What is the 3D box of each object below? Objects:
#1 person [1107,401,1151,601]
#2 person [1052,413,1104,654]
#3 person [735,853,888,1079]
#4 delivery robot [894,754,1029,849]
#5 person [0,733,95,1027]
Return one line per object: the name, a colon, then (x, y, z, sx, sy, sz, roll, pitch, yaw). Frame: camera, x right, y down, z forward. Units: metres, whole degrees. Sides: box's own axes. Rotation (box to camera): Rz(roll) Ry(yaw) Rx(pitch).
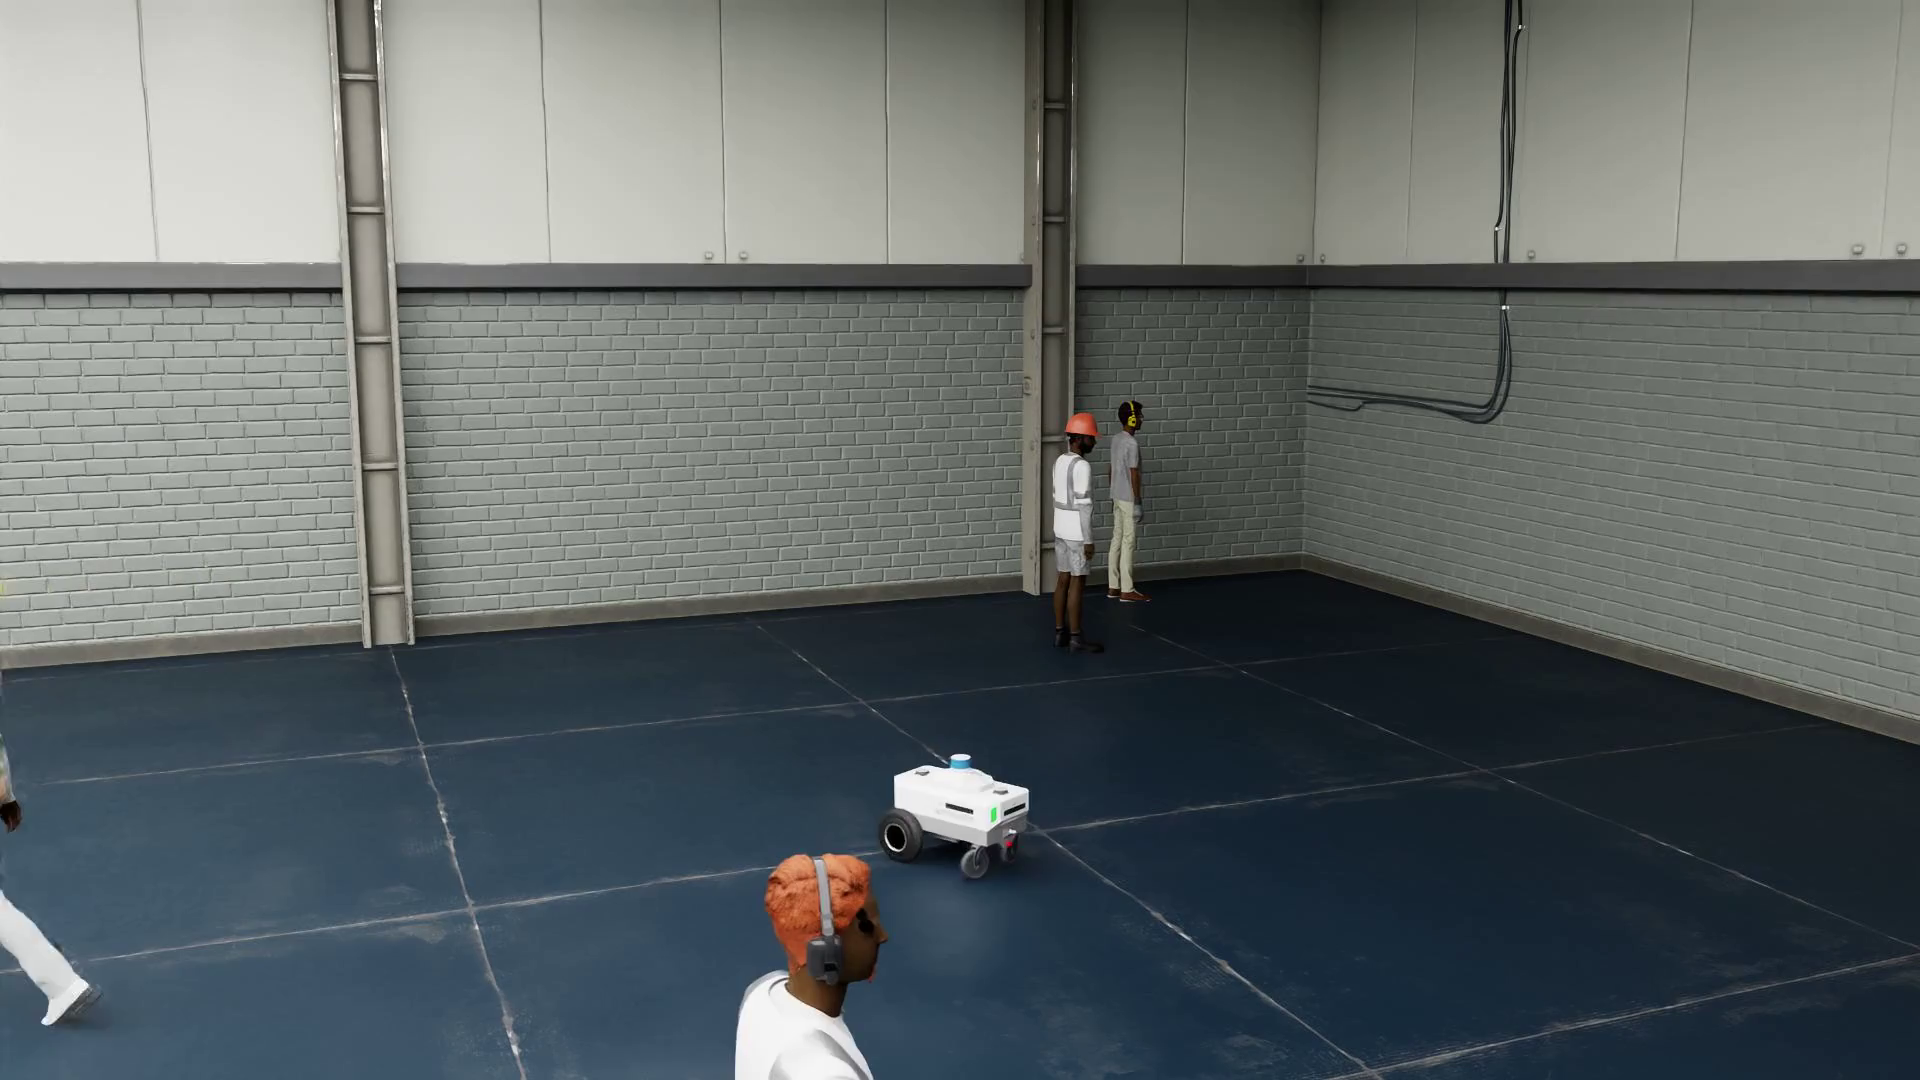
person: (1.565, -0.364, 15.534, 0.334, 1.873, 0.521, -3, 10, -20)
person: (0.946, -0.056, 13.411, 0.376, 1.933, 0.544, -3, 10, -20)
person: (-0.291, 1.558, 3.429, 0.360, 1.883, 0.574, -3, 10, -20)
delivery robot: (0.005, 1.351, 8.590, 0.707, 0.478, 0.477, 7, 12, 38)
person: (-3.978, 1.049, 6.678, 0.963, 1.876, 0.637, 0, 9, -3)
